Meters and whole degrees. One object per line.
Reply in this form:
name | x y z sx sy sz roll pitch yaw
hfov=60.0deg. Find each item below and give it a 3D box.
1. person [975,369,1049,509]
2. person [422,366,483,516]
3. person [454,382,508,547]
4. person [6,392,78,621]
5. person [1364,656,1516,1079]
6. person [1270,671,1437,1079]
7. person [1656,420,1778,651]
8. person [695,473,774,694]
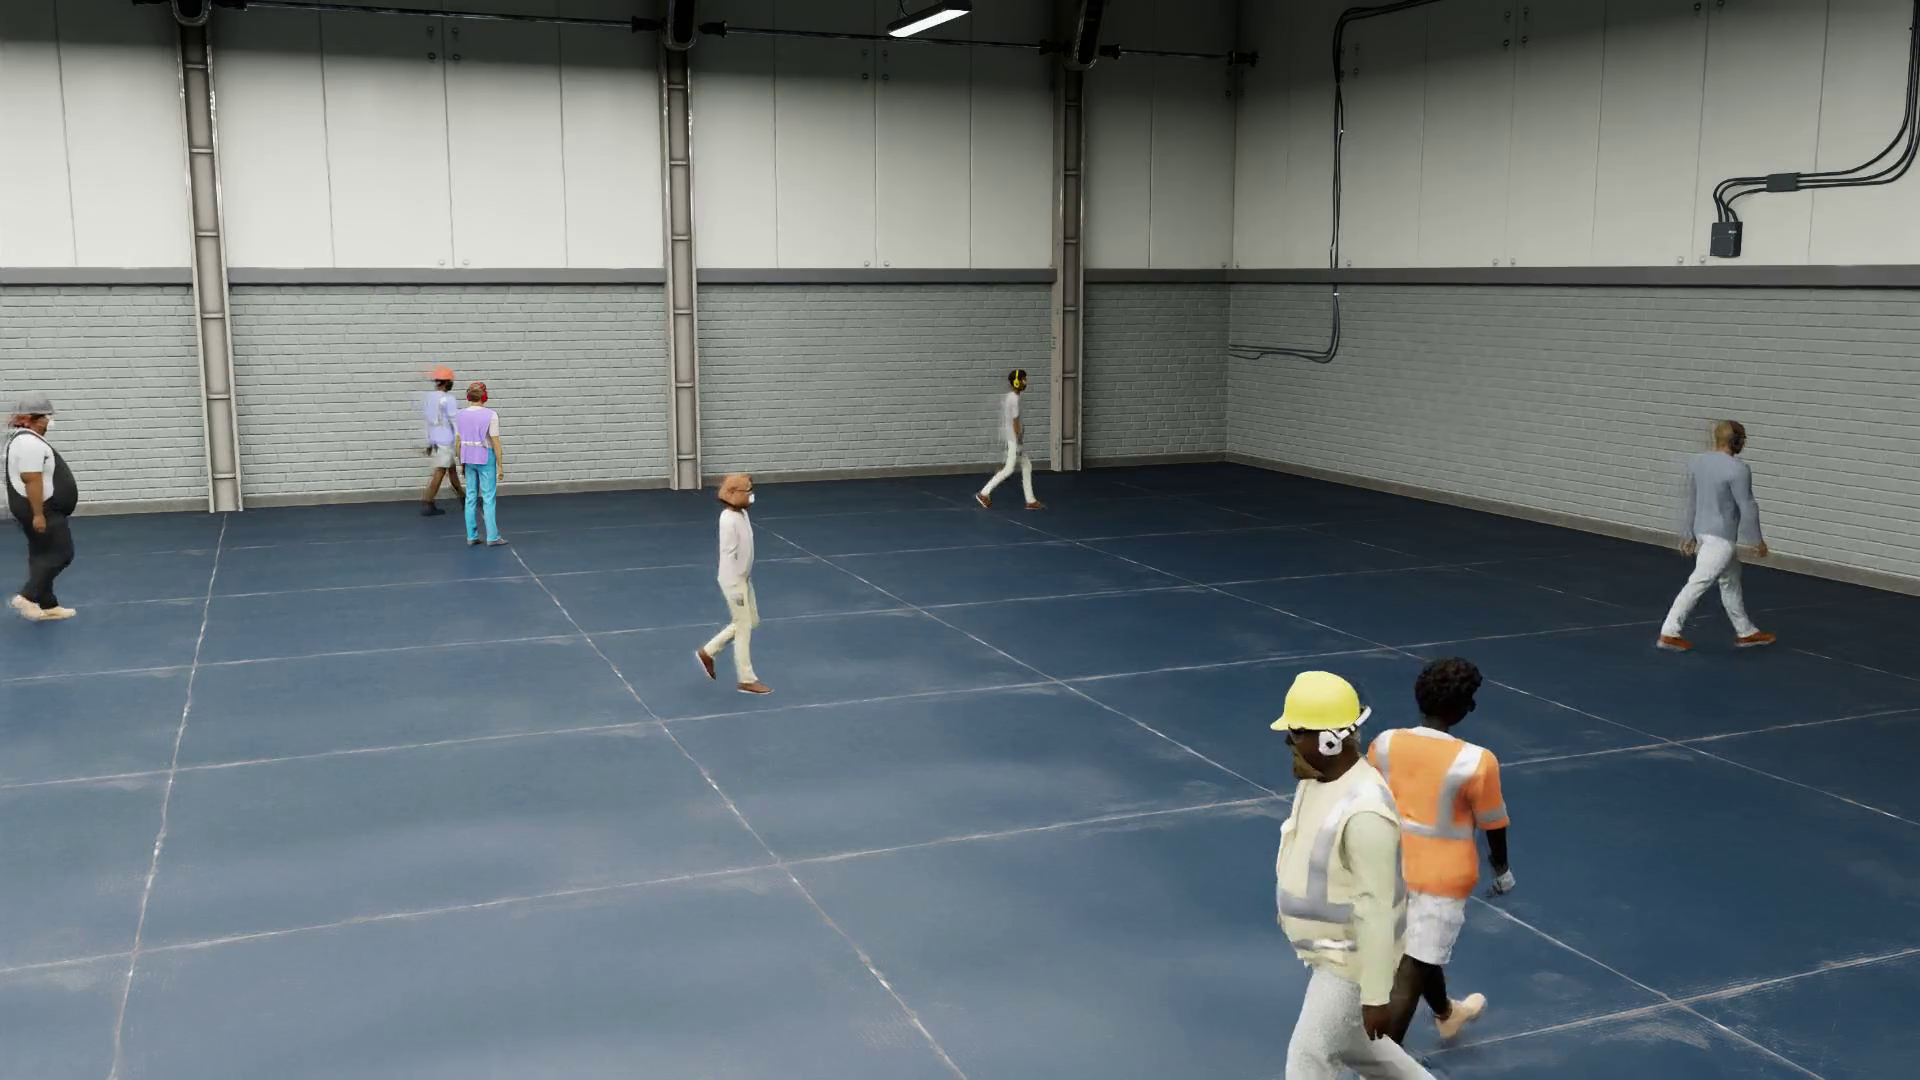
person | 0.665 -1.292 21.492 0.915 1.836 0.528 0 9 0
person | -6.522 -1.270 21.196 0.560 1.882 0.969 8 12 43
person | -5.367 -0.839 18.582 0.570 1.849 0.384 3 9 17
person | -7.994 -0.287 14.517 0.536 2.000 0.706 -6 11 -33
person | 1.779 1.234 6.192 0.892 1.637 0.531 -7 11 -37
person | 1.317 1.297 5.375 0.812 1.793 0.628 0 9 -2
person | 6.127 -0.026 13.401 1.045 1.887 0.627 0 9 -1
person | -1.640 0.313 12.065 0.566 1.620 0.519 1 9 7
